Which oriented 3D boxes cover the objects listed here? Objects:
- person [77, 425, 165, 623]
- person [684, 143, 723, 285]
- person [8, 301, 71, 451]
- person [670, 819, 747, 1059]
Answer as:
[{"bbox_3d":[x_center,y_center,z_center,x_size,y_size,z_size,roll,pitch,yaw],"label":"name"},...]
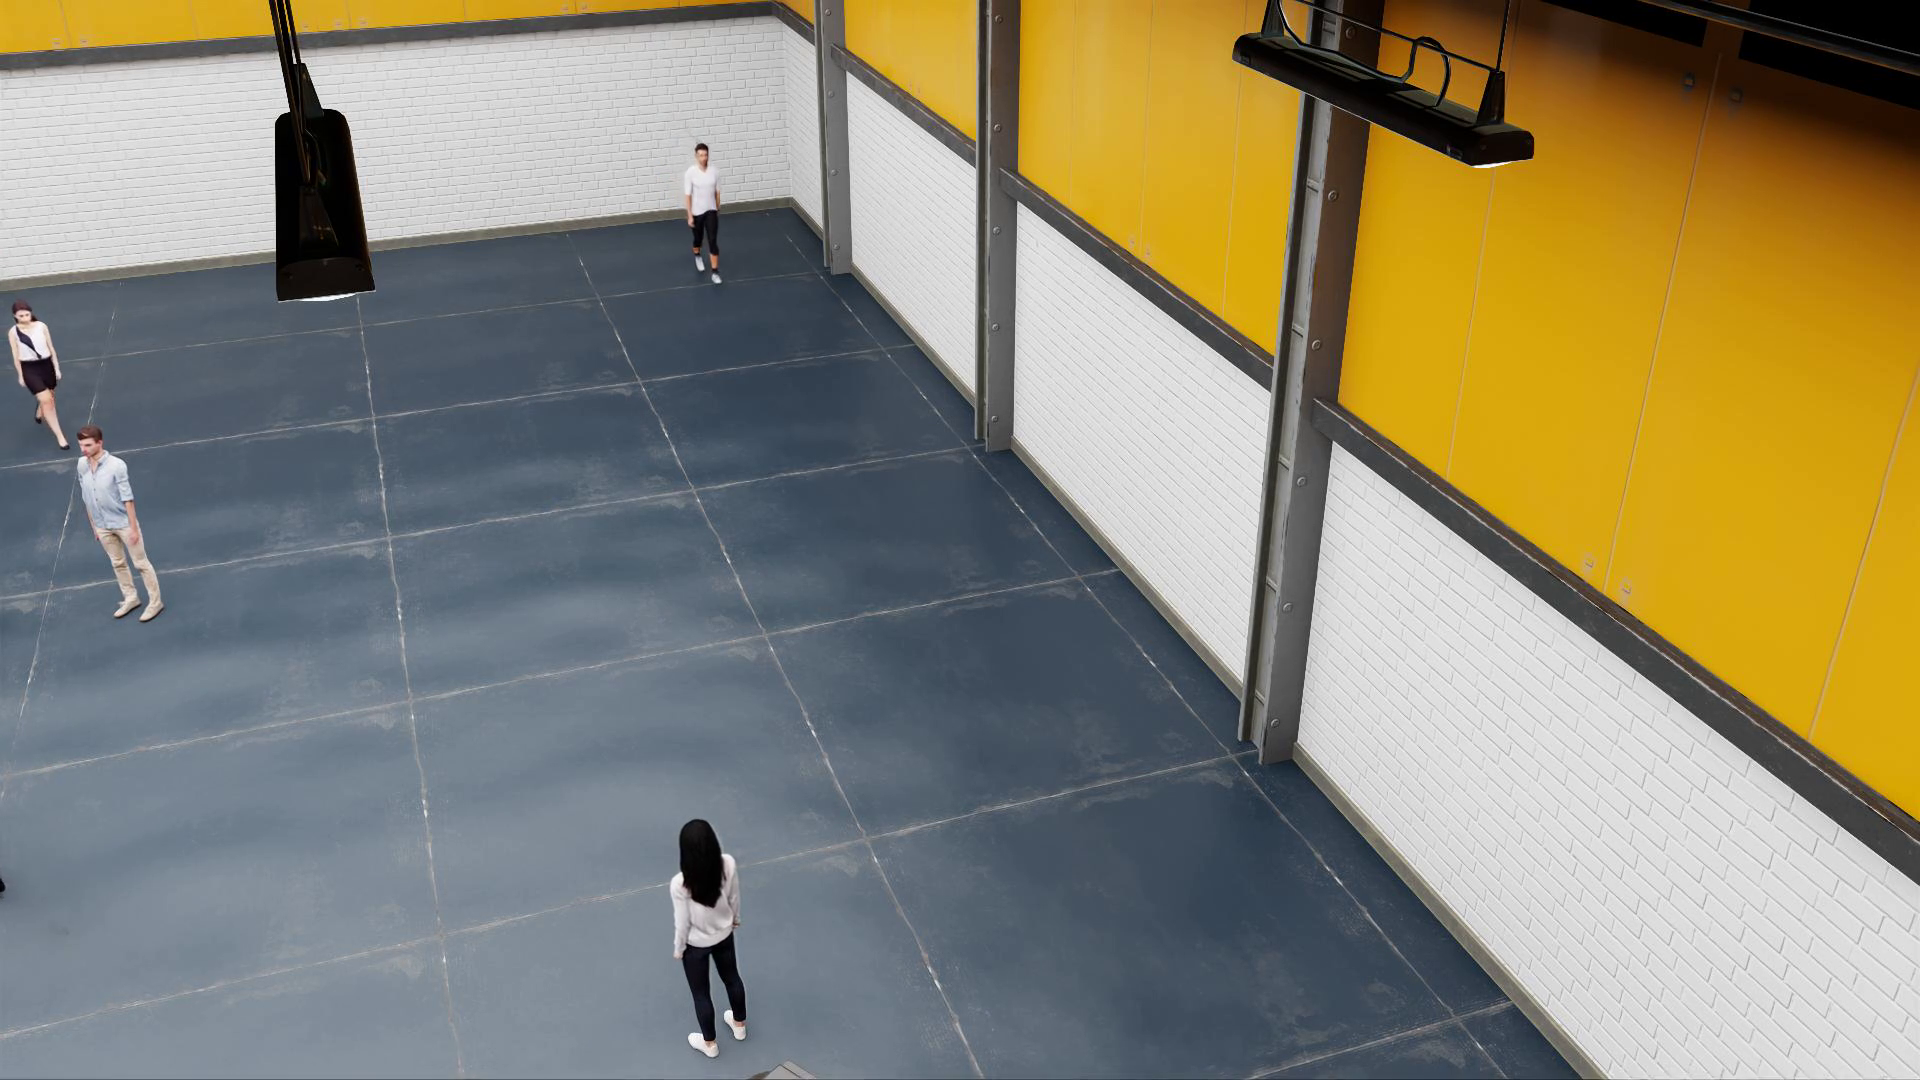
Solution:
[{"bbox_3d":[-7.351,-0.162,14.517,0.718,1.848,0.721,5,29,9],"label":"person"},{"bbox_3d":[-3.473,-4.425,22.353,0.658,1.828,1.179,-10,30,-18],"label":"person"},{"bbox_3d":[-9.841,-1.789,17.740,1.143,1.617,0.879,24,37,37],"label":"person"},{"bbox_3d":[-1.518,2.383,10.006,0.693,1.700,0.675,-24,37,-37],"label":"person"}]
